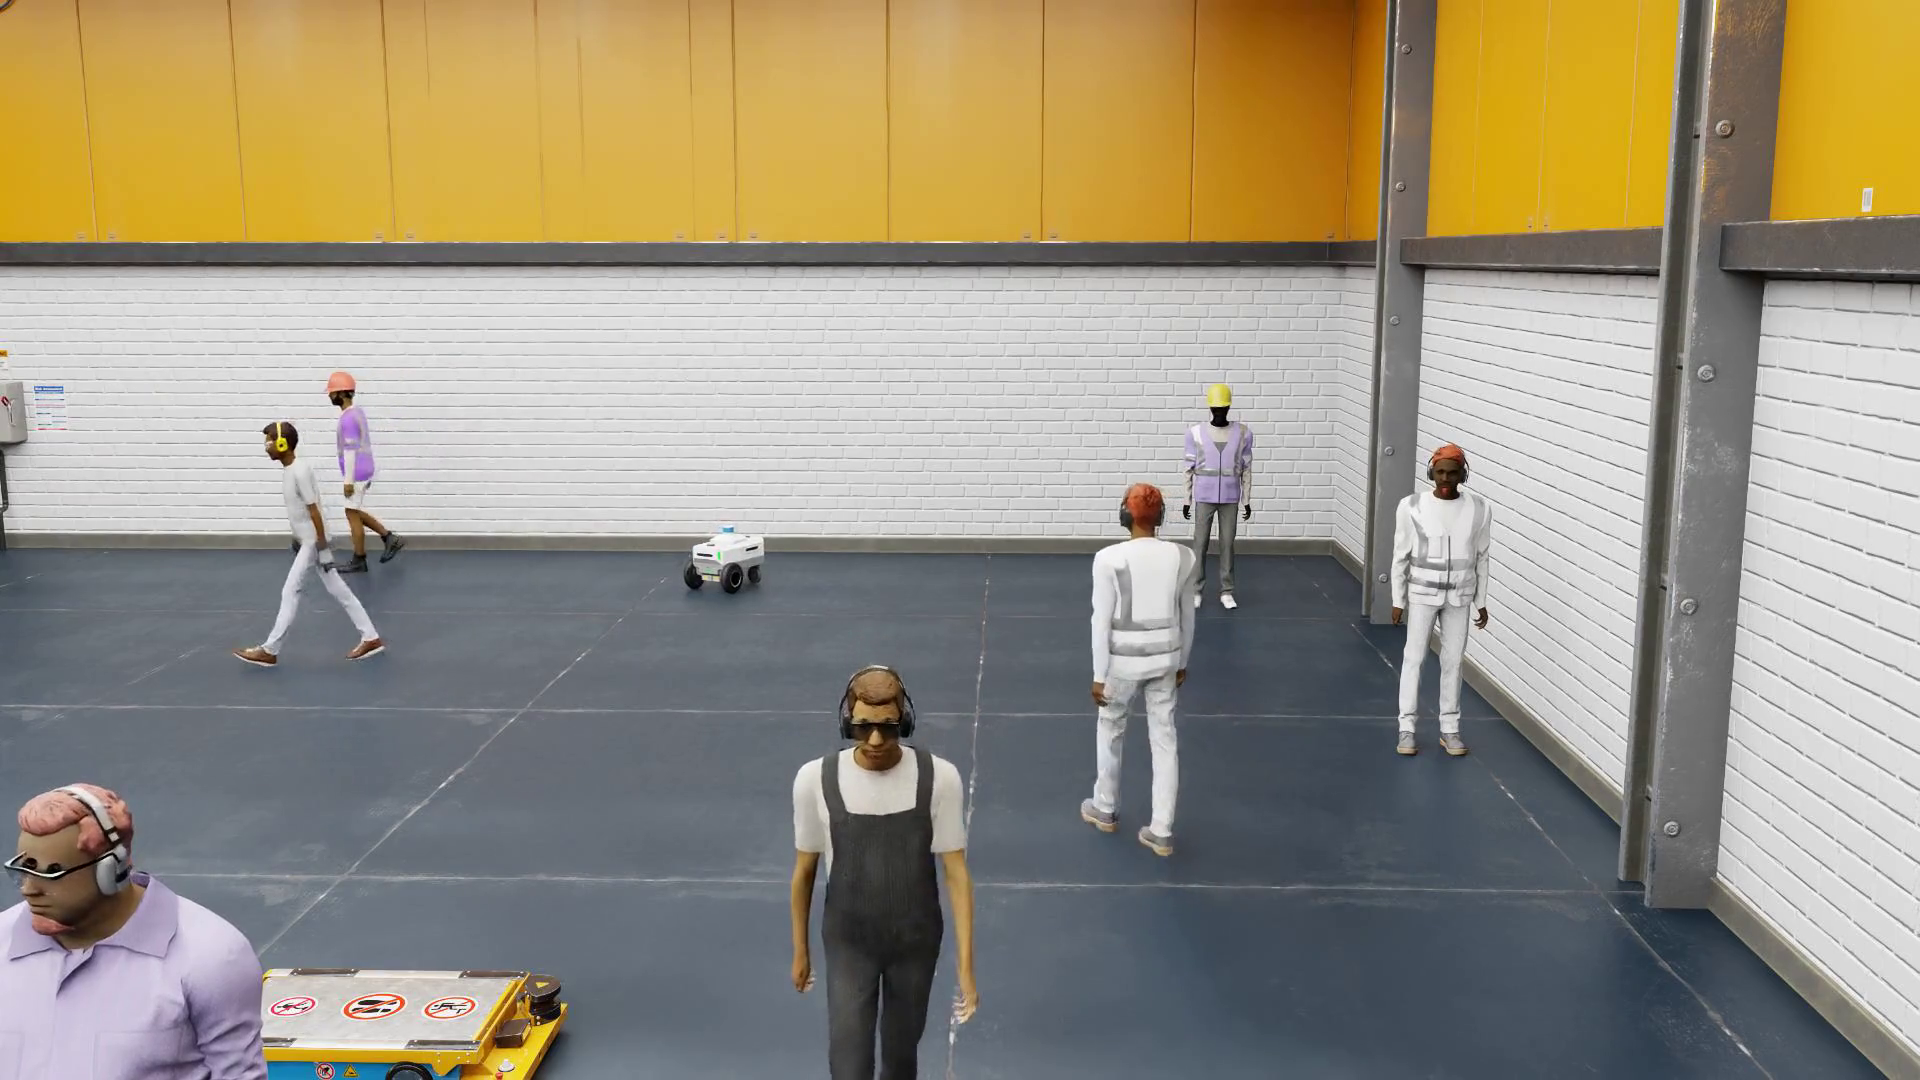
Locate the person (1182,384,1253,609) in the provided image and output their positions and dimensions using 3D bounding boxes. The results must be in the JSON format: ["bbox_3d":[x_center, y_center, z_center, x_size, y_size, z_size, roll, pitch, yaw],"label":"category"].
[{"bbox_3d":[2.185,-0.365,14.107,0.594,1.924,0.382,0,10,2],"label":"person"}]

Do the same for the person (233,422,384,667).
[{"bbox_3d":[-4.790,0.029,12.207,1.052,1.797,0.517,-4,11,-23],"label":"person"}]

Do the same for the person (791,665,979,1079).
[{"bbox_3d":[-0.220,1.268,4.914,0.531,1.800,0.939,-2,10,-9],"label":"person"}]

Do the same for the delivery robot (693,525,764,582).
[{"bbox_3d":[-2.089,0.112,15.054,0.477,0.478,0.707,6,11,30],"label":"delivery robot"}]

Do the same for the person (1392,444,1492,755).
[{"bbox_3d":[2.882,0.361,9.986,0.584,1.881,0.337,0,10,2],"label":"person"}]

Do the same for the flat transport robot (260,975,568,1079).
[{"bbox_3d":[-2.249,1.820,6.161,1.431,0.197,0.652,0,10,2],"label":"flat transport robot"}]

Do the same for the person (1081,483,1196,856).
[{"bbox_3d":[0.900,0.626,8.523,0.602,1.846,0.839,-3,10,-18],"label":"person"}]

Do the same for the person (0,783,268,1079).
[{"bbox_3d":[-1.829,1.444,3.585,0.651,1.904,0.403,0,10,2],"label":"person"}]

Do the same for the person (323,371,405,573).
[{"bbox_3d":[-5.679,-0.641,15.737,0.567,1.922,0.550,-2,10,-14],"label":"person"}]
